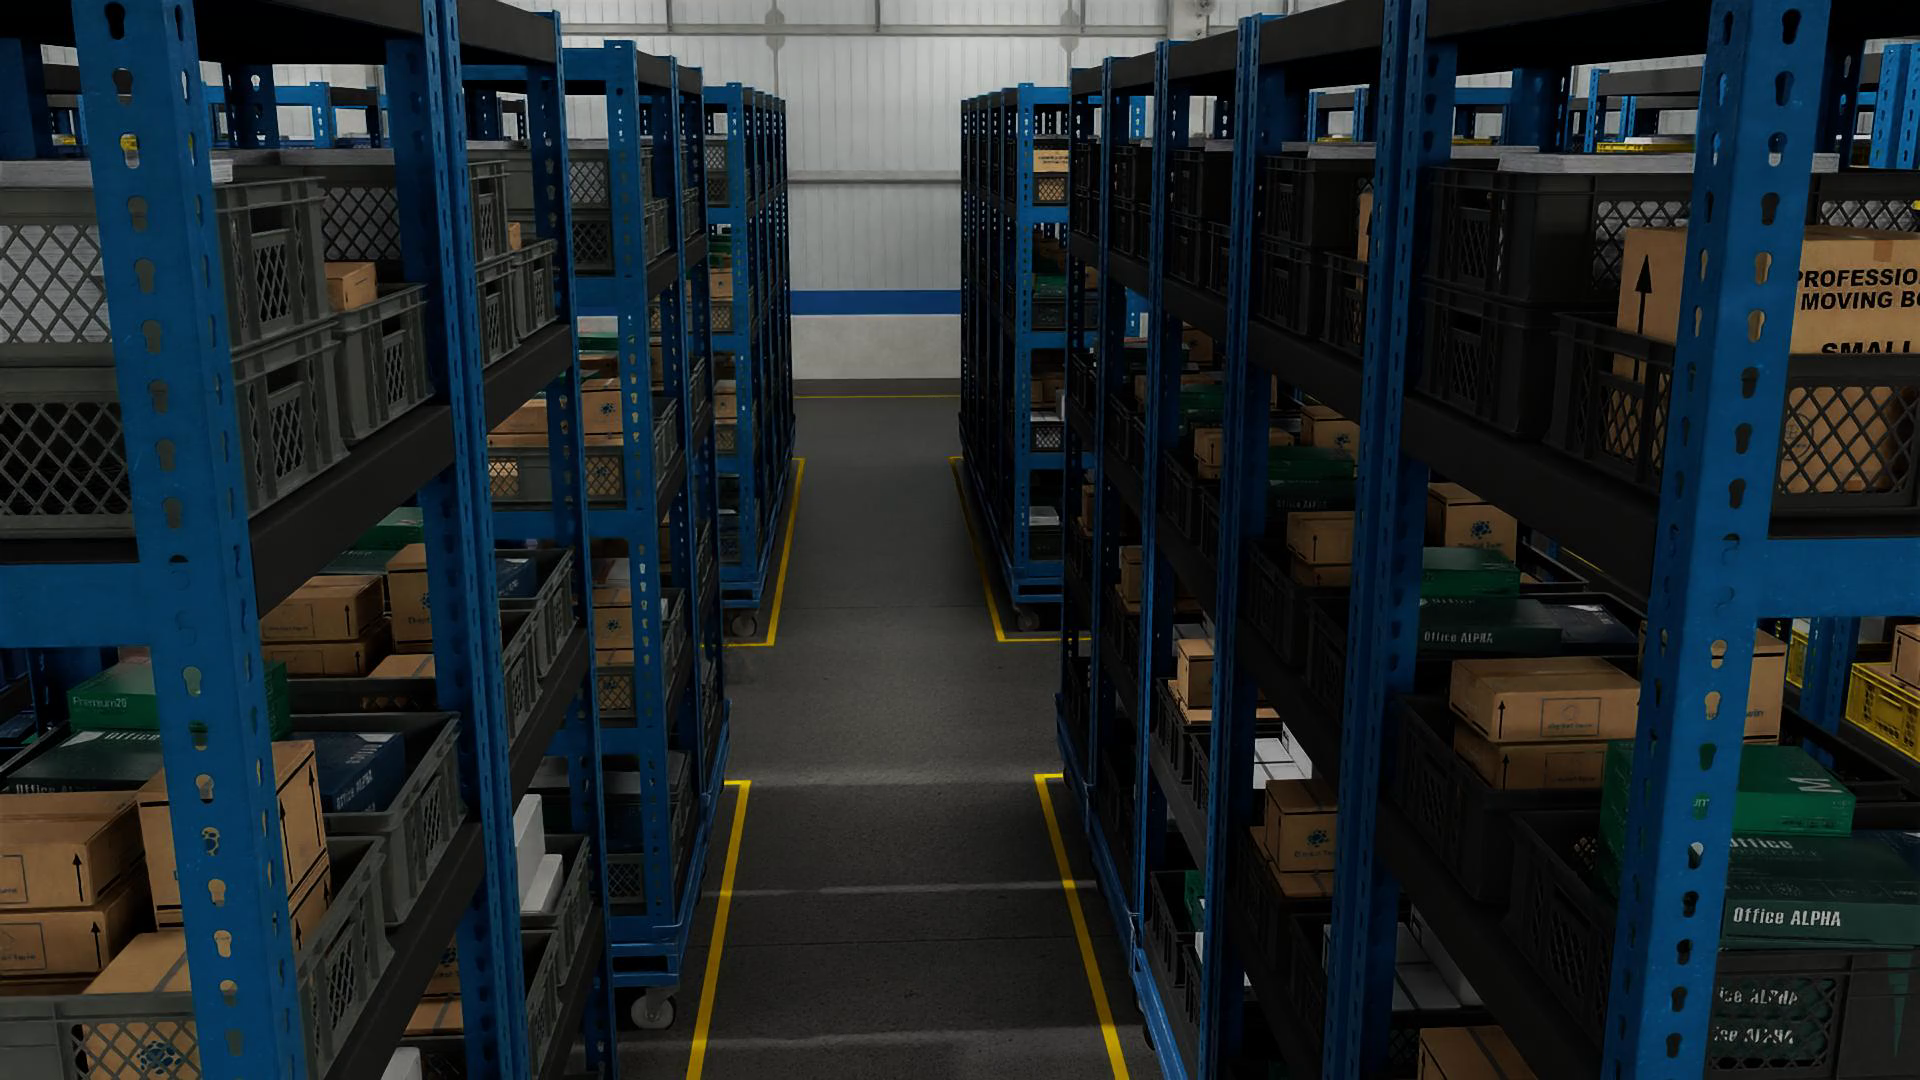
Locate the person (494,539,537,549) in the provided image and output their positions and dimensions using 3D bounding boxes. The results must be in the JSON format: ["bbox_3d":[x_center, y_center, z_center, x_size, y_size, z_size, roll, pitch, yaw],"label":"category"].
[{"bbox_3d":[-2.583,-0.039,9.800,1.013,2.002,0.610,0,14,-1],"label":"person"}]
